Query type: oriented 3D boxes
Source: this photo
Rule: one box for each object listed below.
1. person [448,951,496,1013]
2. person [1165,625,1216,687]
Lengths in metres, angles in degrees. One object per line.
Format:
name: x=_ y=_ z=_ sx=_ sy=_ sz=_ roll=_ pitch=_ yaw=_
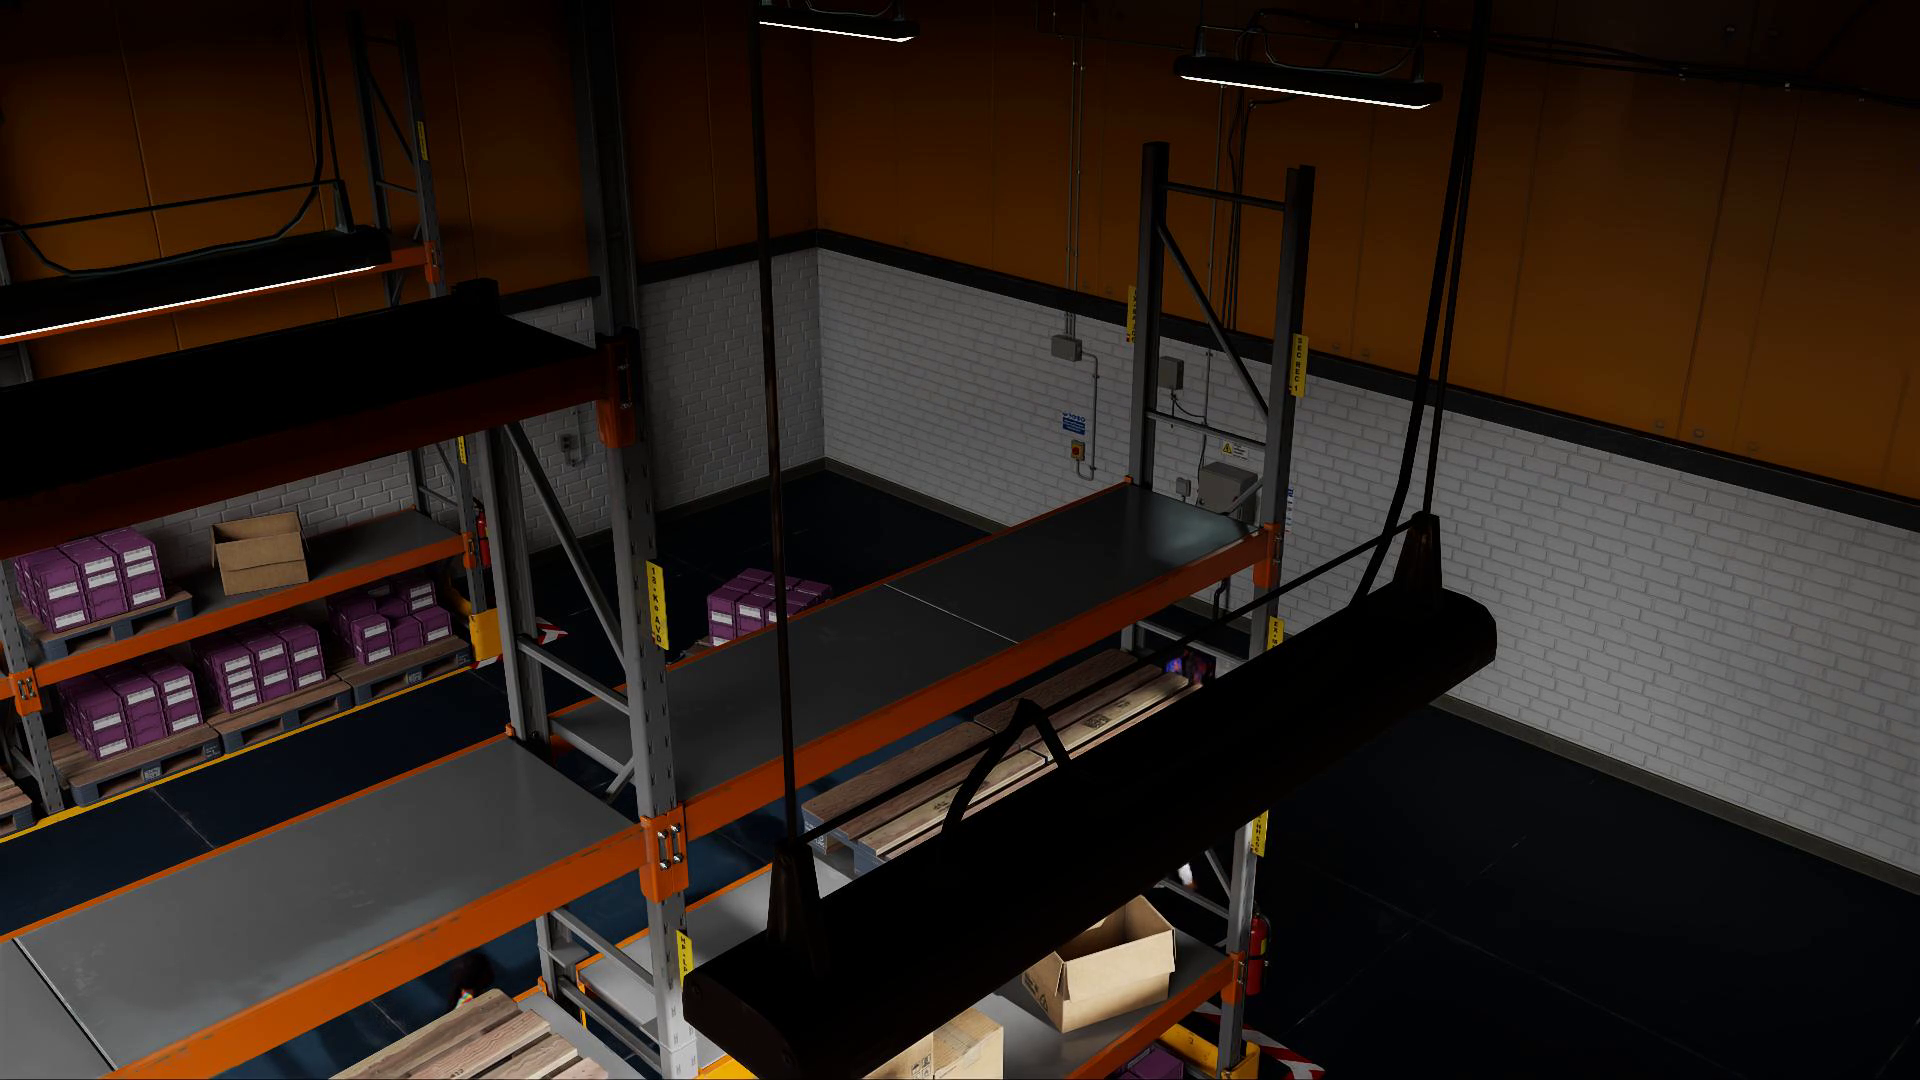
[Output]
person: x=-2.740 y=3.119 z=9.574 sx=0.628 sy=1.792 sz=0.657 roll=-12 pitch=26 yaw=-25
person: x=1.835 y=1.456 z=13.439 sx=0.629 sy=1.743 sz=0.728 roll=-5 pitch=24 yaw=-10
